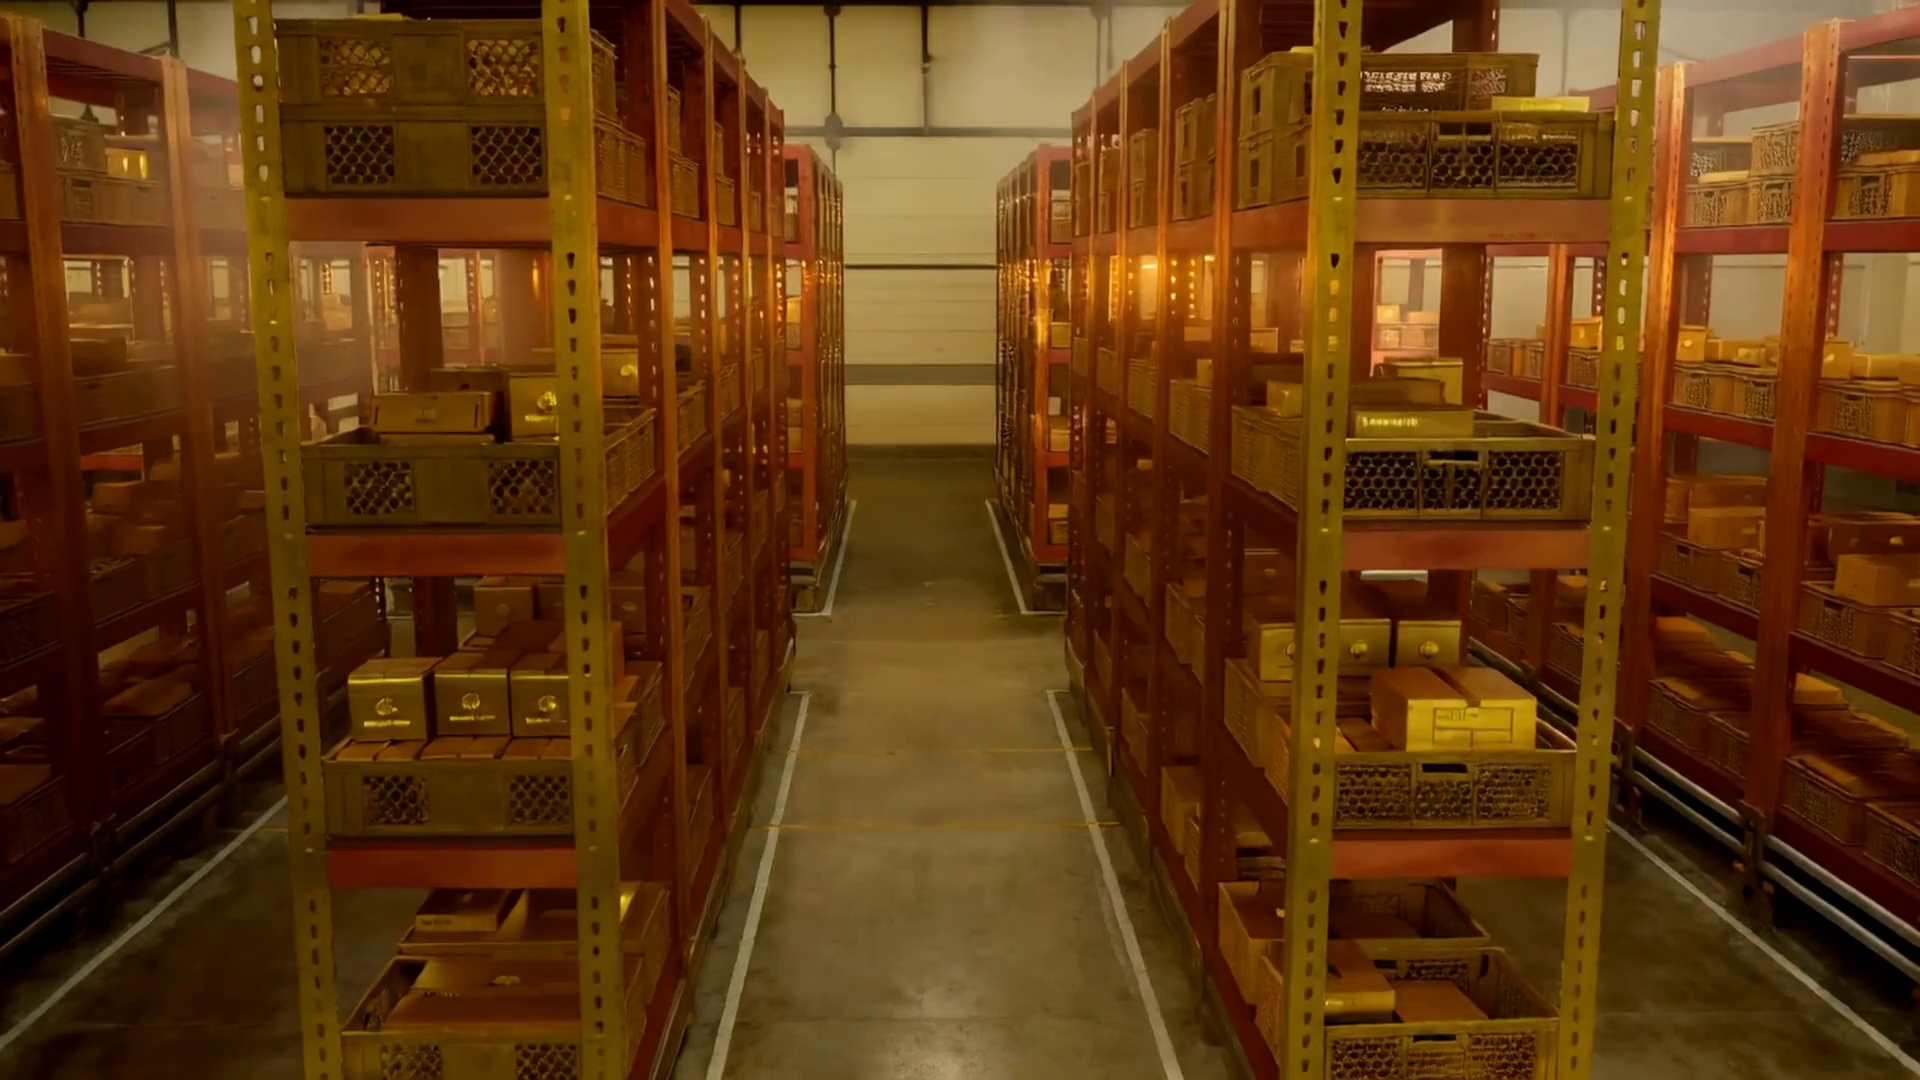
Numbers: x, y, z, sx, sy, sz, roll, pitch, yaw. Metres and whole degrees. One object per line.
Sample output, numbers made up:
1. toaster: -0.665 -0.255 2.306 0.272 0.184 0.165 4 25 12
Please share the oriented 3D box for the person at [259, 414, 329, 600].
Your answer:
1. person: -5.290 -0.408 13.301 0.589 1.834 0.403 1 9 4
